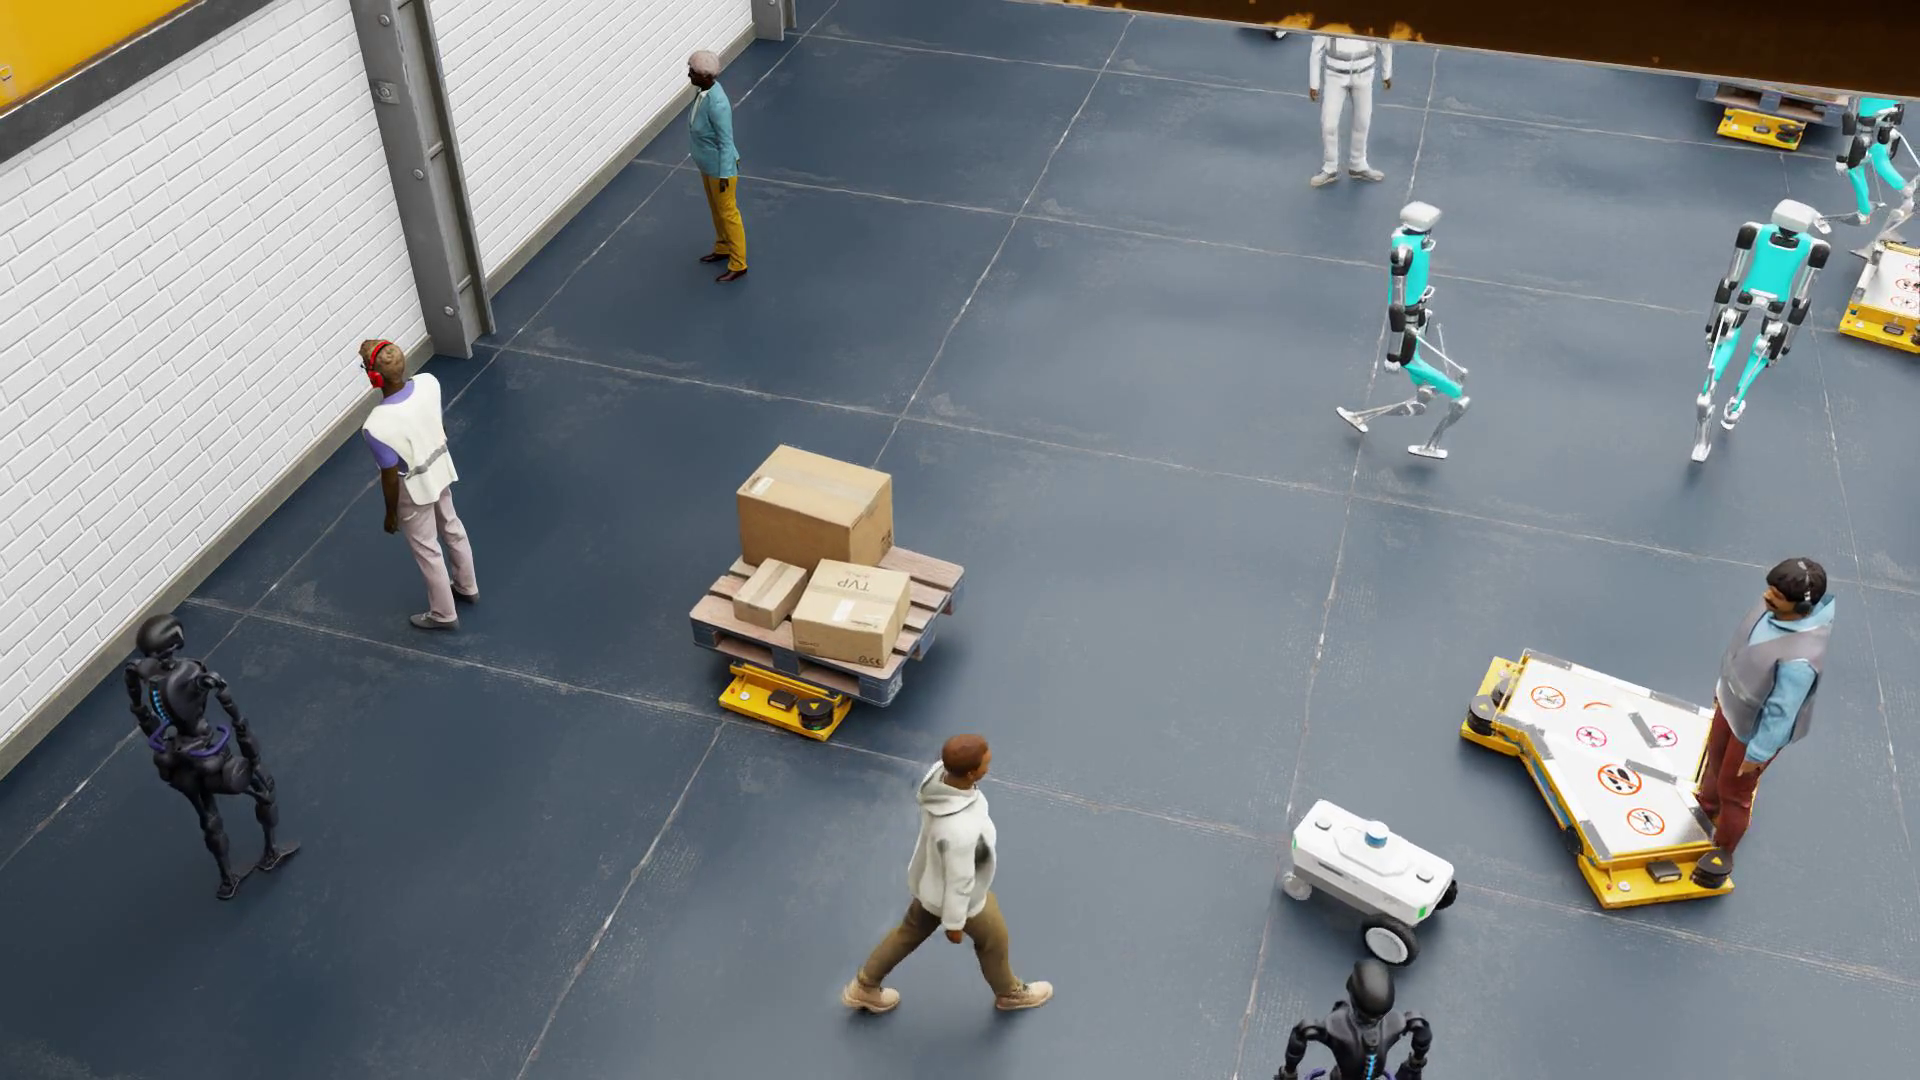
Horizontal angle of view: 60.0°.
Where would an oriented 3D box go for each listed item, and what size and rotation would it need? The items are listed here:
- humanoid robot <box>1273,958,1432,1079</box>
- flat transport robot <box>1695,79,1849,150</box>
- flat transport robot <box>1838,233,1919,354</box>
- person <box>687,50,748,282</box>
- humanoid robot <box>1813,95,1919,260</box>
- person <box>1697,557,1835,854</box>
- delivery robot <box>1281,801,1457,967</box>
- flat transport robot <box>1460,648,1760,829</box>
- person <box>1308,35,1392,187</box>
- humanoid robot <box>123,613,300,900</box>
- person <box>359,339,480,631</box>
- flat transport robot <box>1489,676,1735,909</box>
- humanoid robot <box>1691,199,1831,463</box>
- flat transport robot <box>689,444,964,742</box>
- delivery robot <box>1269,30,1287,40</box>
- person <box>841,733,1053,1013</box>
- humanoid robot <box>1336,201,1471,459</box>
[{"bbox_3d":[1.434,2.113,6.244,0.602,1.650,0.340,-2,39,-3],"label":"humanoid robot"},{"bbox_3d":[7.251,-3.886,14.838,0.659,0.231,1.431,20,43,23],"label":"flat transport robot"},{"bbox_3d":[6.980,-1.816,12.263,0.659,0.231,1.431,22,44,25],"label":"flat transport robot"},{"bbox_3d":[-1.811,-2.752,12.241,0.338,1.753,0.538,-16,42,-19],"label":"person"},{"bbox_3d":[6.866,-2.841,12.371,0.548,1.721,1.020,-14,41,-17],"label":"humanoid robot"},{"bbox_3d":[3.678,0.827,7.700,0.412,1.872,0.541,4,39,5],"label":"person"},{"bbox_3d":[1.929,1.563,7.826,0.789,0.587,0.499,25,45,28],"label":"delivery robot"},{"bbox_3d":[3.432,1.028,8.725,1.431,0.231,0.659,20,43,23],"label":"flat transport robot"},{"bbox_3d":[3.176,-3.719,13.379,0.768,1.840,0.353,3,39,4],"label":"person"},{"bbox_3d":[-3.494,0.979,7.667,0.592,1.649,0.406,7,39,9],"label":"humanoid robot"},{"bbox_3d":[-2.953,-0.285,9.100,0.391,1.846,0.563,12,40,15],"label":"person"},{"bbox_3d":[3.288,1.235,8.469,0.659,0.231,1.431,-5,39,-7],"label":"flat transport robot"},{"bbox_3d":[4.885,-1.218,10.340,0.541,1.731,1.003,21,43,24],"label":"humanoid robot"},{"bbox_3d":[-0.711,0.524,9.353,0.659,0.231,1.431,16,42,19],"label":"flat transport robot"},{"bbox_3d":[3.134,-5.278,16.357,0.791,0.614,0.499,-28,47,-30],"label":"delivery robot"},{"bbox_3d":[-0.079,1.455,7.034,0.921,1.719,0.528,-10,40,-13],"label":"person"},{"bbox_3d":[2.925,-1.236,10.376,1.006,1.734,0.549,18,42,21],"label":"humanoid robot"}]
